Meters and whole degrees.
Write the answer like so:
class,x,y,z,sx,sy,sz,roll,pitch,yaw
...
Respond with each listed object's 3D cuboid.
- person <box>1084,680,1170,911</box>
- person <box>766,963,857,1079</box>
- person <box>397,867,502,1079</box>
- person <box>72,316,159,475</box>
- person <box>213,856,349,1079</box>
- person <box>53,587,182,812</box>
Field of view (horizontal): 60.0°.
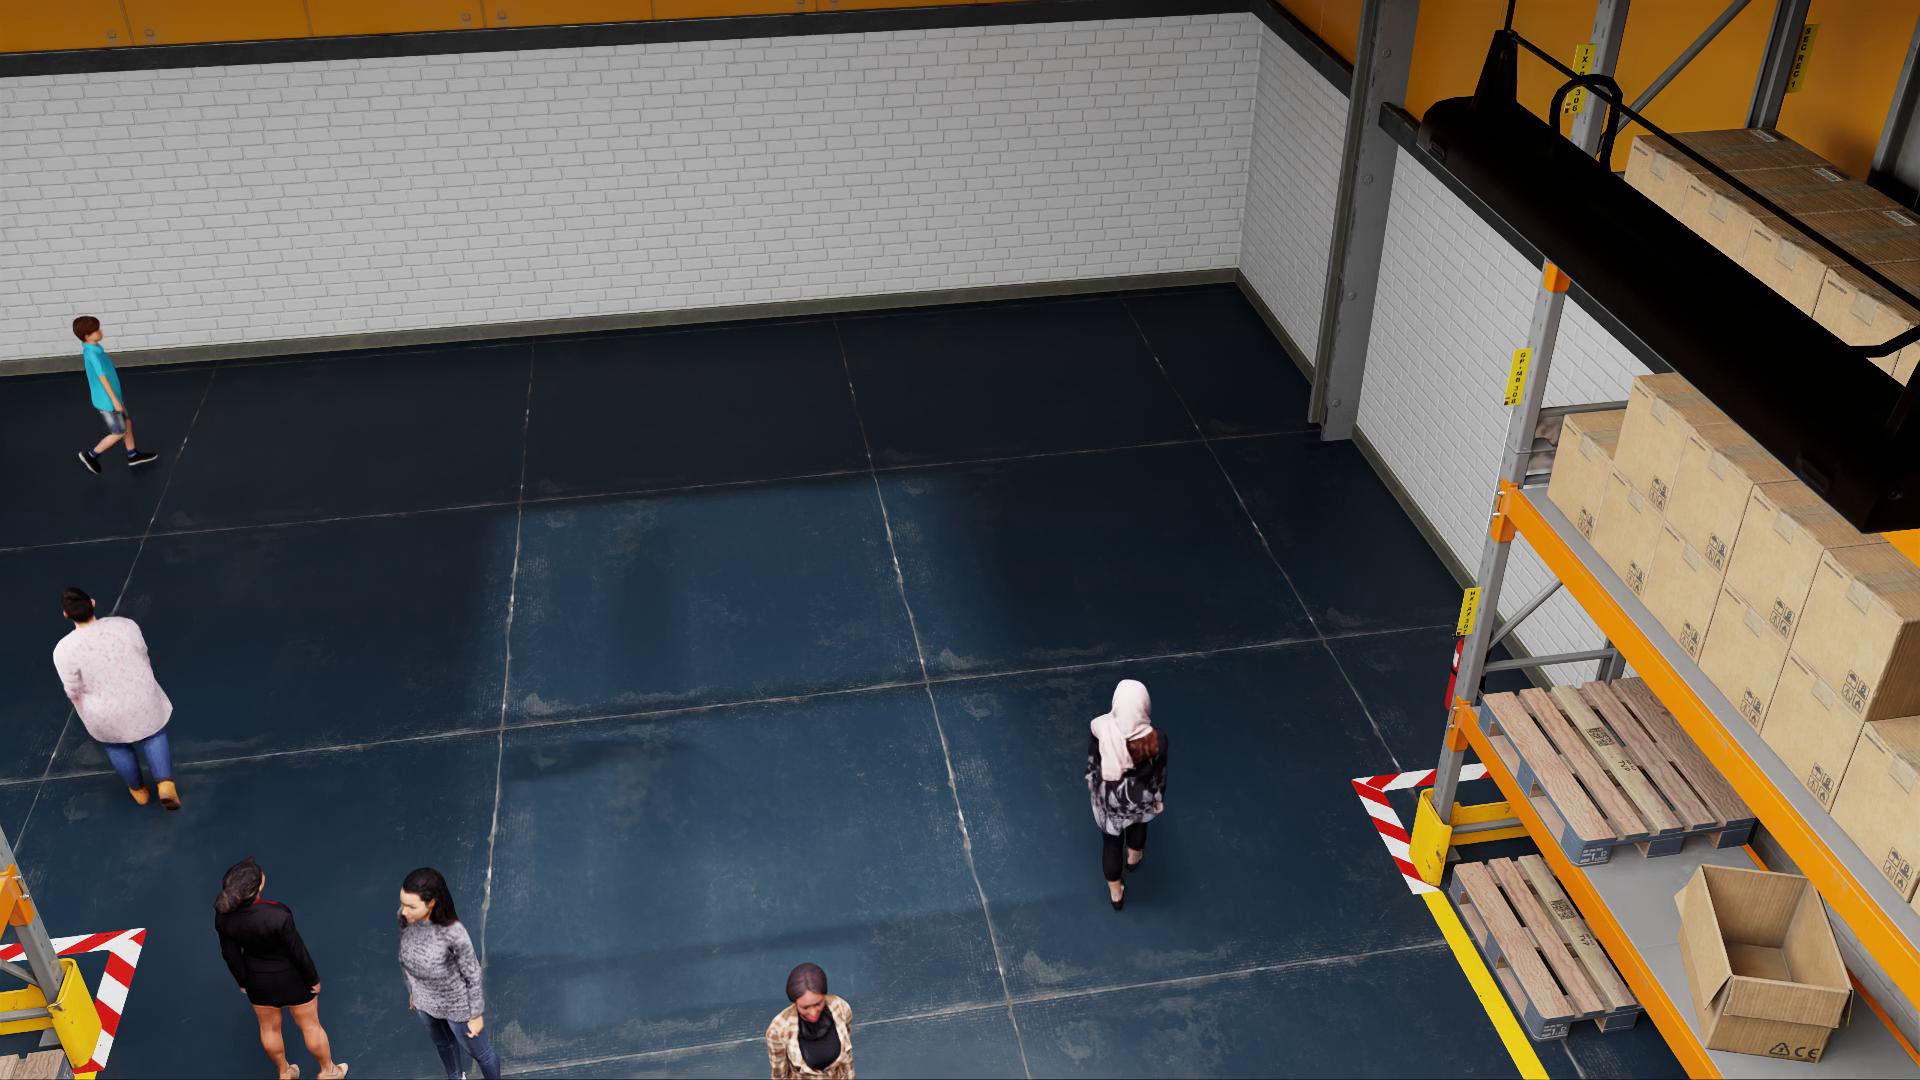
class,x,y,z,sx,sy,sz,roll,pitch,yaw
person,0.964,1.540,9.772,0.786,1.623,0.904,5,34,8
person,-0.692,2.665,7.924,0.642,1.795,0.636,-15,37,-22
person,-2.616,2.325,8.492,0.689,1.732,0.706,14,36,20
person,-7.289,-1.206,14.071,0.718,1.436,0.801,-16,37,-22
person,-3.539,2.283,8.639,0.621,1.640,0.665,0,34,0
person,-5.261,1.037,10.435,0.897,1.726,1.013,-20,39,-28
